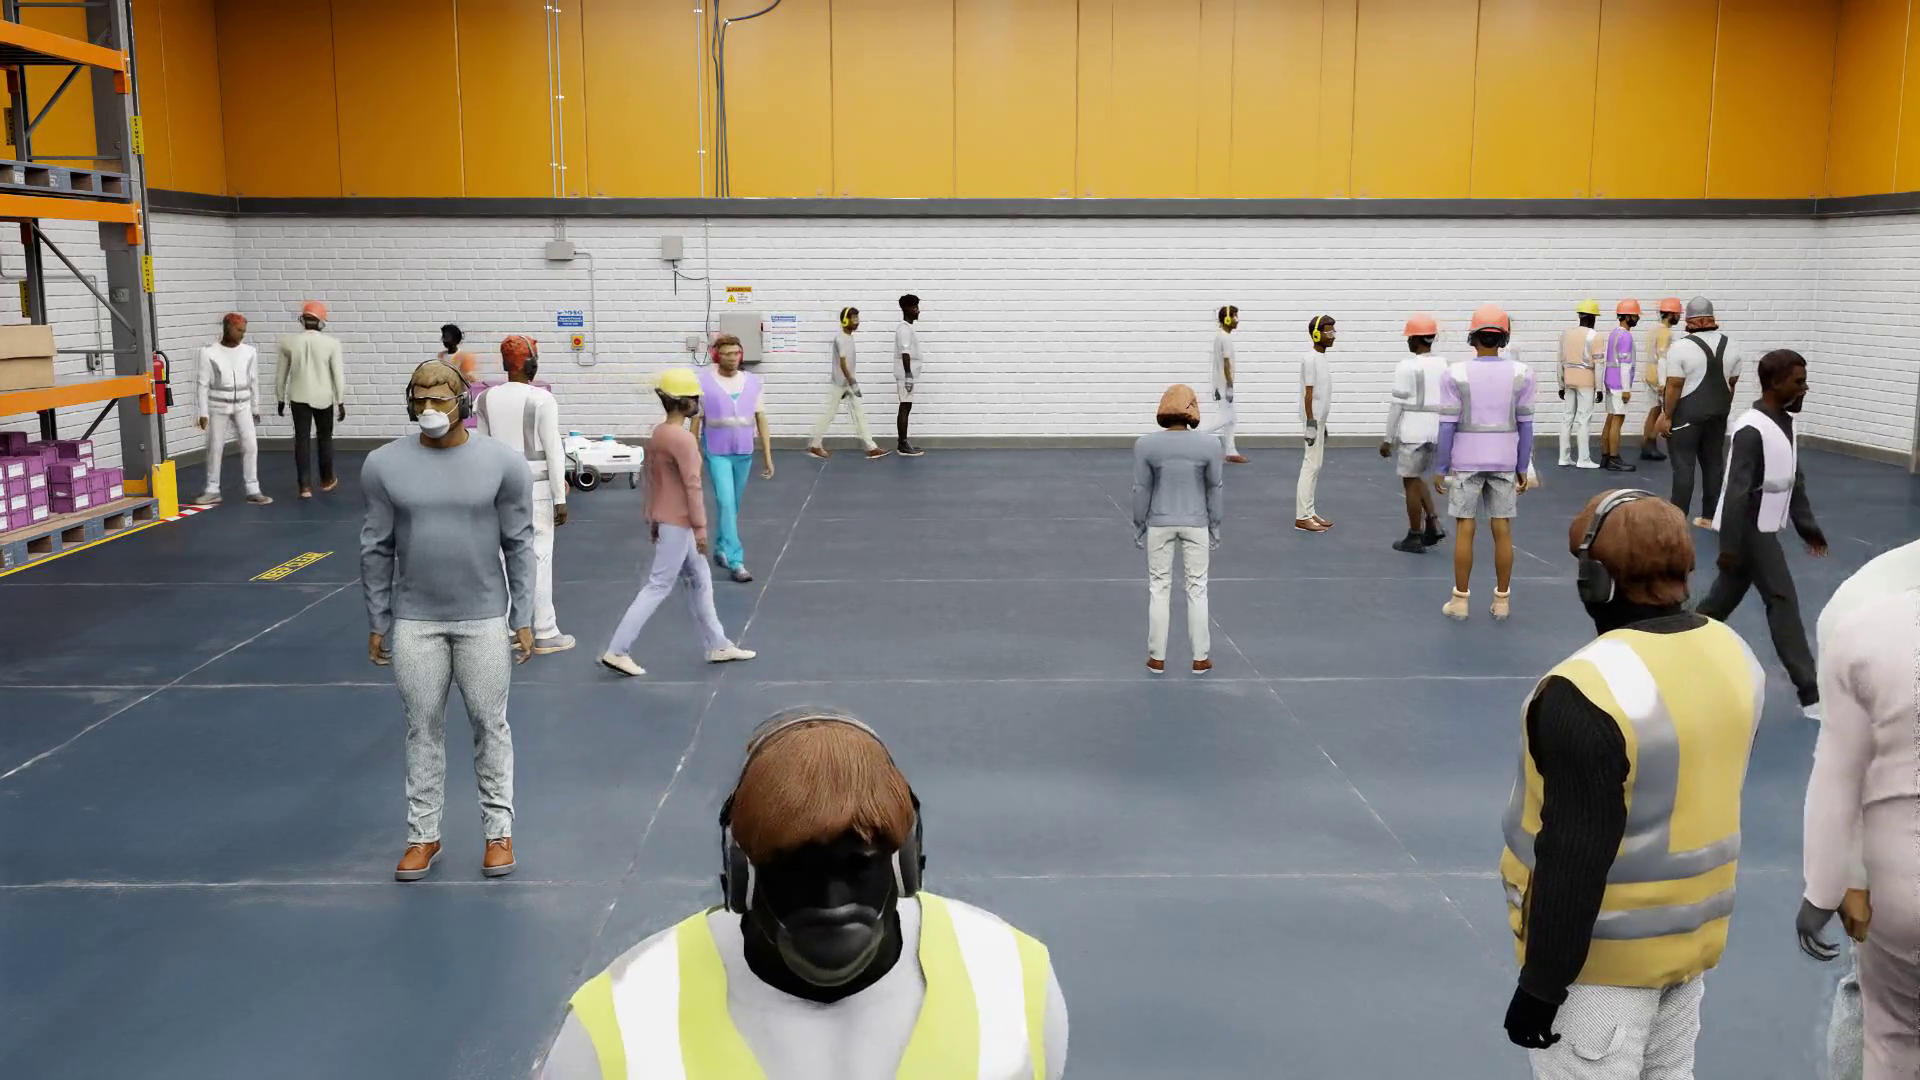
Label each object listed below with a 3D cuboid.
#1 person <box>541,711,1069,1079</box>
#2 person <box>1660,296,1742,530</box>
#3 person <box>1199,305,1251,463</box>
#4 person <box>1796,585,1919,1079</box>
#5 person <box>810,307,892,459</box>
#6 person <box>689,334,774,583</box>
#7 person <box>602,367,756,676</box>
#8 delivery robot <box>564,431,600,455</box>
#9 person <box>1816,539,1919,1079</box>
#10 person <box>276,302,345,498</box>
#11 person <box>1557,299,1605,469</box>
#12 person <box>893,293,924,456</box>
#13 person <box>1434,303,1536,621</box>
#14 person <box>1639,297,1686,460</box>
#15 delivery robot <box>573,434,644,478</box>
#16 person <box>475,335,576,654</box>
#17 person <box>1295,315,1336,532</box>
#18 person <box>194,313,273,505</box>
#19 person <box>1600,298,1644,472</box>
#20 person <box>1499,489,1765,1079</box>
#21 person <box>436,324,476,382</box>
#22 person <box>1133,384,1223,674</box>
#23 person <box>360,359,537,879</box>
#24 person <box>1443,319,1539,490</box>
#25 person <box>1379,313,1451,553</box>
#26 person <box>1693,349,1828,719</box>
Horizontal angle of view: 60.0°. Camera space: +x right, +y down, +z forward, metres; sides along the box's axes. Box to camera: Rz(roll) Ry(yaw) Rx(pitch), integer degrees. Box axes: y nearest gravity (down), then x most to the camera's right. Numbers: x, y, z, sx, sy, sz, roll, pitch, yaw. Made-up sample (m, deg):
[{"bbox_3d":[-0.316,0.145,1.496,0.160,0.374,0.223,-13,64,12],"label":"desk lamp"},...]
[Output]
[{"bbox_3d":[-0.169,1.068,1.944,0.642,1.792,0.979,-2,9,-10],"label":"person"},{"bbox_3d":[6.353,-1.096,14.433,0.682,2.000,0.536,-2,10,-13],"label":"person"},{"bbox_3d":[3.033,-1.804,19.350,0.699,1.855,0.524,1,9,5],"label":"person"},{"bbox_3d":[2.169,0.766,3.565,0.660,1.872,0.934,6,11,33],"label":"person"},{"bbox_3d":[-1.355,-1.861,19.835,1.036,1.813,0.487,4,10,21],"label":"person"},{"bbox_3d":[-1.717,-0.625,12.297,0.572,1.801,0.938,-6,11,-33],"label":"person"},{"bbox_3d":[-1.609,-0.108,9.323,0.909,1.724,0.532,-4,10,-25],"label":"person"},{"bbox_3d":[-4.068,-0.912,17.564,0.477,0.478,0.707,6,11,34],"label":"delivery robot"},{"bbox_3d":[2.241,0.706,3.747,0.661,1.919,0.567,-2,9,-12],"label":"person"},{"bbox_3d":[-6.495,-1.401,16.660,0.664,1.946,0.998,-2,9,-12],"label":"person"},{"bbox_3d":[7.084,-1.774,18.943,0.385,1.922,0.594,-6,11,-31],"label":"person"},{"bbox_3d":[-0.634,-2.013,20.281,0.367,1.967,0.602,-1,9,-3],"label":"person"},{"bbox_3d":[3.365,-0.492,10.721,0.605,2.045,0.377,1,9,4],"label":"person"},{"bbox_3d":[8.272,-1.883,19.593,0.452,1.928,0.598,2,10,14],"label":"person"},{"bbox_3d":[-3.623,-0.847,17.162,0.707,0.478,0.477,-2,9,-13],"label":"delivery robot"},{"bbox_3d":[-2.567,-0.264,9.815,0.575,1.883,0.355,4,10,21],"label":"person"},{"bbox_3d":[3.109,-1.015,14.460,0.312,1.869,0.537,4,10,23],"label":"person"},{"bbox_3d":[-7.029,-1.244,15.971,0.627,1.844,0.674,-9,13,-43],"label":"person"},{"bbox_3d":[7.450,-1.744,18.716,0.376,1.939,0.547,1,9,7],"label":"person"},{"bbox_3d":[1.309,0.811,3.352,0.634,1.840,0.429,-7,12,-38],"label":"person"},{"bbox_3d":[-5.558,-1.522,18.186,0.535,1.649,0.875,7,11,35],"label":"person"},{"bbox_3d":[1.219,-0.060,9.326,0.499,1.633,0.289,2,9,10],"label":"person"},{"bbox_3d":[-1.897,0.298,6.195,0.636,1.939,0.362,-1,9,-7],"label":"person"},{"bbox_3d":[5.535,-1.408,17.116,0.957,1.801,0.633,2,10,13],"label":"person"},{"bbox_3d":[3.634,-0.843,13.268,0.542,1.923,0.406,-6,11,-34],"label":"person"},{"bbox_3d":[4.123,-0.040,8.508,1.029,1.865,0.608,7,11,35],"label":"person"}]
